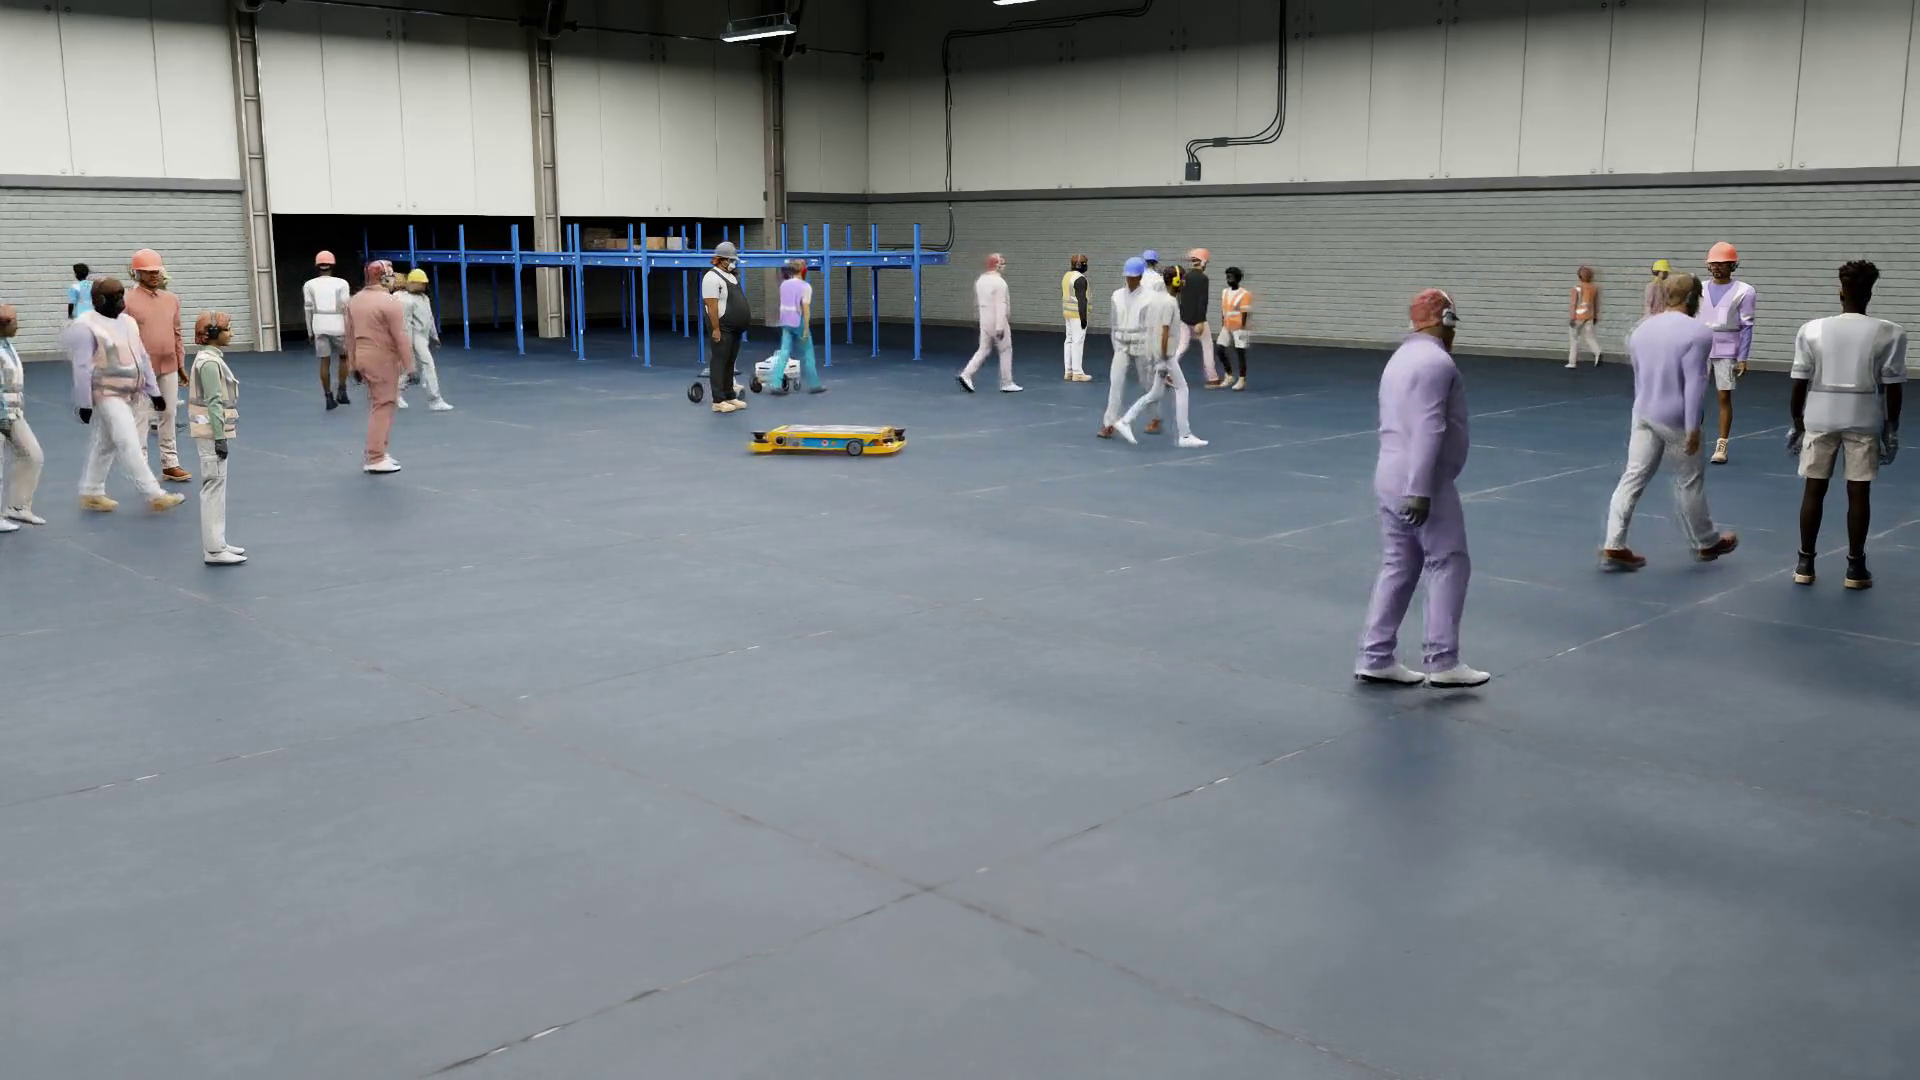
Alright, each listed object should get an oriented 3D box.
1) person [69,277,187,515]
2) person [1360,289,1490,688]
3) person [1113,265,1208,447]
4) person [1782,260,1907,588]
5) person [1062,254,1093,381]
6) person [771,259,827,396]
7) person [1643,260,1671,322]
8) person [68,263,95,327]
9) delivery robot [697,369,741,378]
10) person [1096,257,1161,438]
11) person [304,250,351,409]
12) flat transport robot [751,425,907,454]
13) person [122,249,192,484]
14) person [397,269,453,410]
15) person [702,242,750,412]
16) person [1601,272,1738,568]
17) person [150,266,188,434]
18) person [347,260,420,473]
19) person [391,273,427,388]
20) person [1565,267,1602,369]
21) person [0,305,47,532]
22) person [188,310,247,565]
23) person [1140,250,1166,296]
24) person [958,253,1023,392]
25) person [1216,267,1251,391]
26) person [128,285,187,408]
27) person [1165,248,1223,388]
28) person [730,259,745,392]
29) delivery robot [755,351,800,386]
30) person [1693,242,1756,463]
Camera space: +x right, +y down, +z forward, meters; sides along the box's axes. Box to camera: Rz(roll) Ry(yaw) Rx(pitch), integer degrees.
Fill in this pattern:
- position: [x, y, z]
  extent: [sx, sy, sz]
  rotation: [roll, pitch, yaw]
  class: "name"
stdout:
- position: [-6.379, -1.093, 12.664]
  extent: [0.960, 1.791, 0.641]
  rotation: [1, 10, 8]
  class: "person"
- position: [2.200, -0.241, 7.840]
  extent: [0.632, 1.859, 0.723]
  rotation: [-1, 10, -7]
  class: "person"
- position: [2.027, -1.863, 16.806]
  extent: [0.903, 1.828, 0.545]
  rotation: [0, 10, -2]
  class: "person"
- position: [5.338, -0.702, 10.072]
  extent: [0.644, 1.962, 0.401]
  rotation: [7, 12, 32]
  class: "person"
- position: [1.724, -3.260, 24.350]
  extent: [0.429, 1.840, 0.634]
  rotation: [-3, 11, -18]
  class: "person"
- position: [-2.188, -2.832, 22.154]
  extent: [0.558, 1.799, 0.936]
  rotation: [7, 12, 33]
  class: "person"
- position: [10.105, -3.180, 24.146]
  extent: [0.518, 1.757, 0.338]
  rotation: [-9, 14, -42]
  class: "person"
- position: [-13.524, -3.438, 25.737]
  extent: [0.434, 1.679, 0.551]
  rotation: [6, 12, 29]
  class: "person"
- position: [-3.093, -2.218, 21.330]
  extent: [0.335, 0.223, 0.698]
  rotation: [6, 12, 29]
  class: "delivery robot"
- position: [1.850, -2.029, 17.543]
  extent: [0.629, 1.886, 1.007]
  rotation: [7, 13, 34]
  class: "person"
- position: [-7.746, -2.589, 20.463]
  extent: [0.561, 1.917, 0.569]
  rotation: [-1, 10, -7]
  class: "person"
- position: [-1.289, -1.002, 16.436]
  extent: [1.431, 0.197, 0.652]
  rotation: [2, 10, 8]
  class: "flat transport robot"
- position: [-6.878, -1.477, 14.208]
  extent: [0.397, 1.992, 0.621]
  rotation: [6, 12, 29]
  class: "person"
- position: [-6.650, -2.455, 20.318]
  extent: [0.849, 1.709, 0.492]
  rotation: [1, 10, 7]
  class: "person"
- position: [-2.809, -2.577, 20.199]
  extent: [0.538, 2.000, 0.682]
  rotation: [3, 11, 14]
  class: "person"
- position: [4.544, -0.759, 10.622]
  extent: [1.067, 1.871, 0.635]
  rotation: [-5, 11, -24]
  class: "person"
- position: [-8.570, -2.054, 17.804]
  extent: [0.422, 1.822, 0.610]
  rotation: [-5, 12, -26]
  class: "person"
- position: [-5.170, -1.556, 14.942]
  extent: [0.653, 1.890, 0.585]
  rotation: [9, 13, 39]
  class: "person"
- position: [-7.728, -2.919, 23.151]
  extent: [0.815, 1.601, 0.512]
  rotation: [4, 11, 19]
  class: "person"
- position: [9.887, -3.502, 26.288]
  extent: [0.522, 1.622, 0.634]
  rotation: [-3, 11, -16]
  class: "person"
- position: [-6.813, -0.871, 11.919]
  extent: [0.518, 1.616, 0.560]
  rotation: [-1, 10, -8]
  class: "person"
- position: [-4.825, -0.667, 10.793]
  extent: [0.318, 1.631, 0.514]
  rotation: [-5, 11, -24]
  class: "person"
- position: [2.681, -3.217, 23.998]
  extent: [0.630, 1.884, 0.755]
  rotation: [6, 12, 29]
  class: "person"
- position: [0.414, -2.925, 22.432]
  extent: [0.881, 1.875, 0.651]
  rotation: [-6, 12, -31]
  class: "person"
- position: [3.746, -2.889, 22.741]
  extent: [0.434, 1.674, 0.553]
  rotation: [-7, 13, -35]
  class: "person"
- position: [-9.735, -2.423, 19.921]
  extent: [0.511, 1.806, 0.954]
  rotation: [5, 11, 24]
  class: "person"
- position: [3.218, -3.077, 23.111]
  extent: [1.002, 1.940, 0.636]
  rotation: [-6, 12, -28]
  class: "person"
- position: [-3.119, -2.913, 22.497]
  extent: [0.430, 1.836, 0.619]
  rotation: [3, 11, 16]
  class: "person"
- position: [-2.483, -2.336, 22.679]
  extent: [0.477, 0.478, 0.707]
  rotation: [5, 12, 25]
  class: "delivery robot"
- position: [7.058, -1.747, 15.543]
  extent: [0.605, 2.045, 0.377]
  rotation: [10, 14, 43]
  class: "person"
